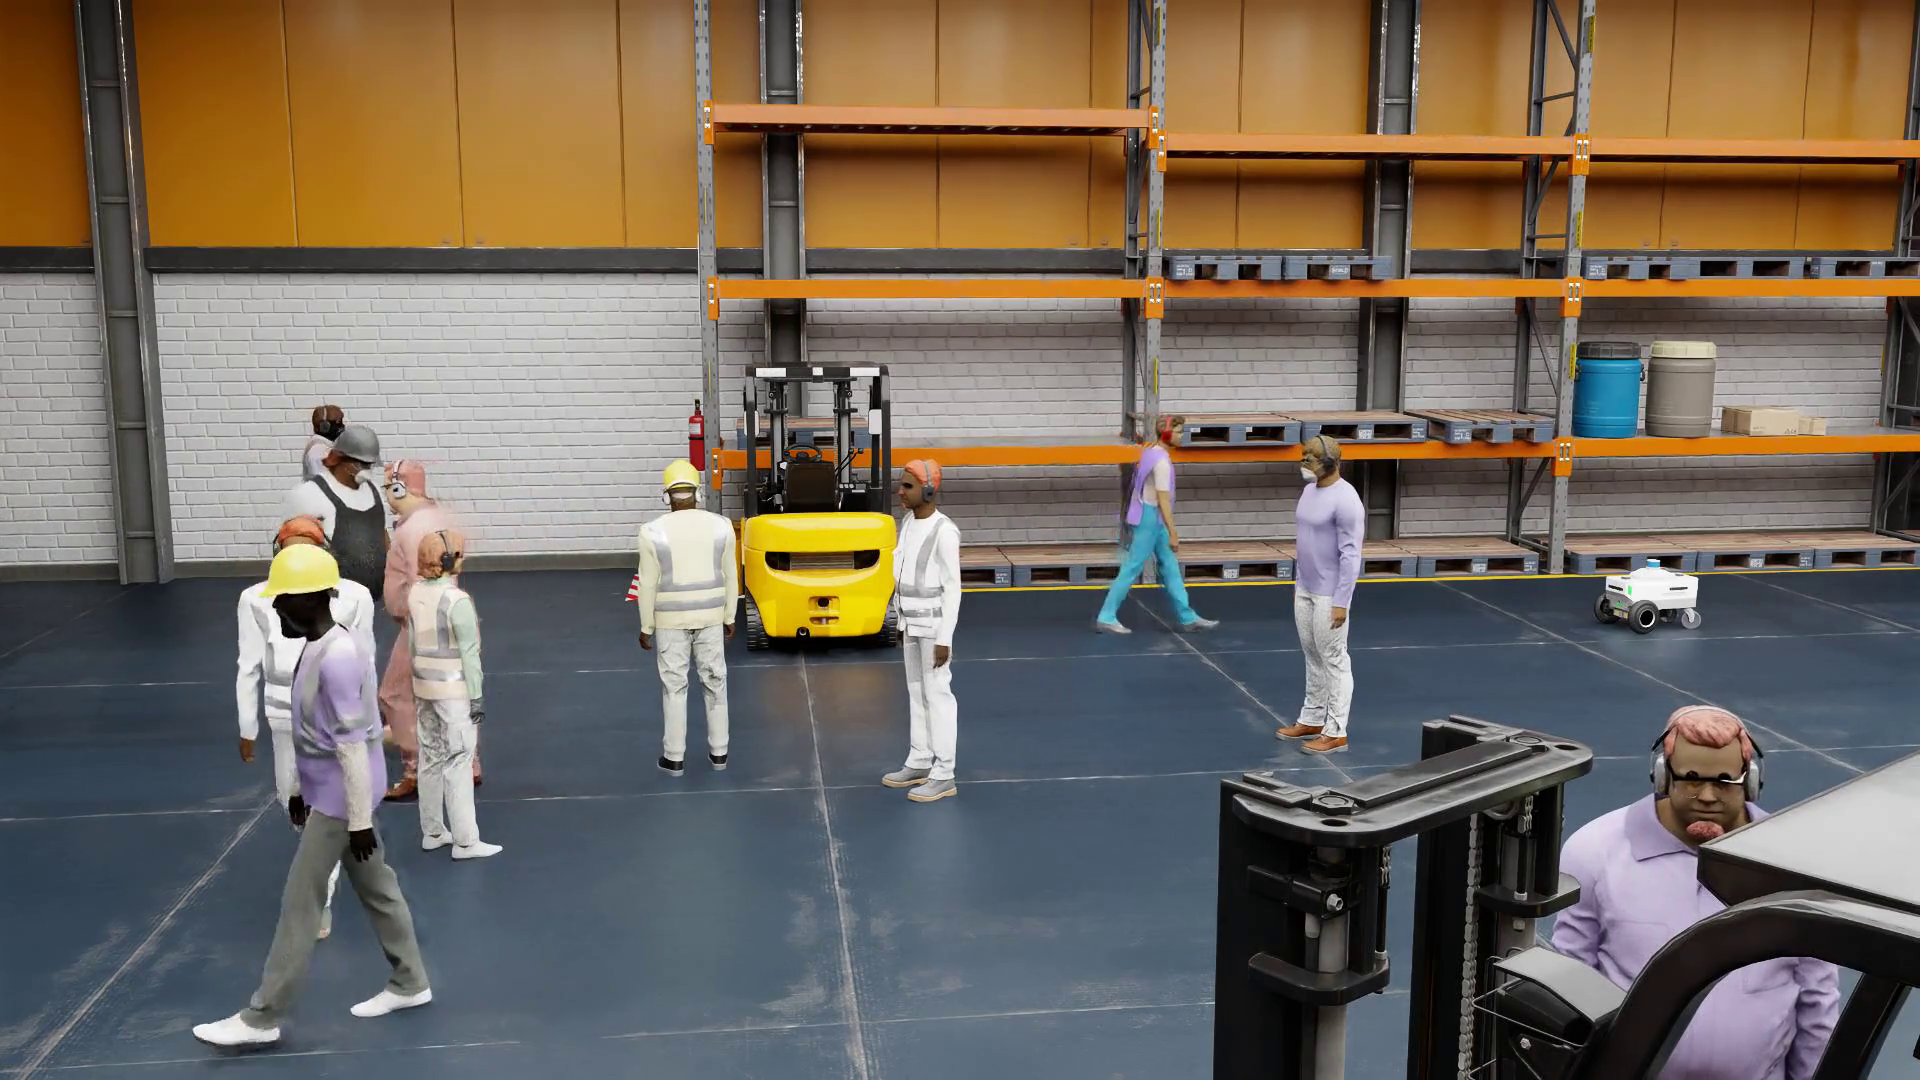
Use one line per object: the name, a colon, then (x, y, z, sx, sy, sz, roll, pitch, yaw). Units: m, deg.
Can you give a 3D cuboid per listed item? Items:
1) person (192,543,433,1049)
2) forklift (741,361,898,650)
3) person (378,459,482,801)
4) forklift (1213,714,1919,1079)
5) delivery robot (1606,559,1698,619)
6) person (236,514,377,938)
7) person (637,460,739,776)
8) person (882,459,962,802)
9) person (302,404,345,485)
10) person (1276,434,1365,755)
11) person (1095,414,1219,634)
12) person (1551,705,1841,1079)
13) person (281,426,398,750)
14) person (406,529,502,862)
person: (-2.463, 0.954, 6.248, 0.934, 1.883, 0.616, -4, 10, -23)
forklift: (-1.154, -0.340, 13.365, 1.214, 2.155, 2.313, -1, 9, -7)
person: (-2.983, 0.494, 9.167, 0.644, 1.873, 0.674, -1, 9, -6)
forklift: (1.441, 1.425, 2.350, 1.214, 2.155, 2.313, -7, 12, -39)
delivery robot: (5.638, 0.401, 13.549, 0.707, 0.478, 0.477, -3, 9, -16)
person: (-2.907, 0.777, 7.476, 0.600, 1.856, 0.833, -2, 9, -12)
person: (-1.572, 0.450, 9.595, 0.588, 1.822, 0.403, -4, 10, -23)
person: (-0.196, 0.491, 9.157, 0.355, 1.880, 0.572, -5, 10, -27)
person: (-5.081, -0.178, 13.455, 0.429, 1.841, 0.633, -3, 10, -20)
person: (2.189, 0.323, 10.040, 0.371, 1.934, 0.627, -2, 9, -15)
person: (1.551, -0.113, 13.226, 1.000, 1.783, 0.576, 1, 9, 5)
person: (1.719, 1.318, 3.947, 0.645, 1.903, 0.401, 3, 9, 17)
person: (-3.693, 0.260, 10.101, 0.998, 2.000, 0.749, 4, 10, 21)
person: (-2.528, 0.764, 8.202, 0.514, 1.641, 0.308, 7, 12, 38)
